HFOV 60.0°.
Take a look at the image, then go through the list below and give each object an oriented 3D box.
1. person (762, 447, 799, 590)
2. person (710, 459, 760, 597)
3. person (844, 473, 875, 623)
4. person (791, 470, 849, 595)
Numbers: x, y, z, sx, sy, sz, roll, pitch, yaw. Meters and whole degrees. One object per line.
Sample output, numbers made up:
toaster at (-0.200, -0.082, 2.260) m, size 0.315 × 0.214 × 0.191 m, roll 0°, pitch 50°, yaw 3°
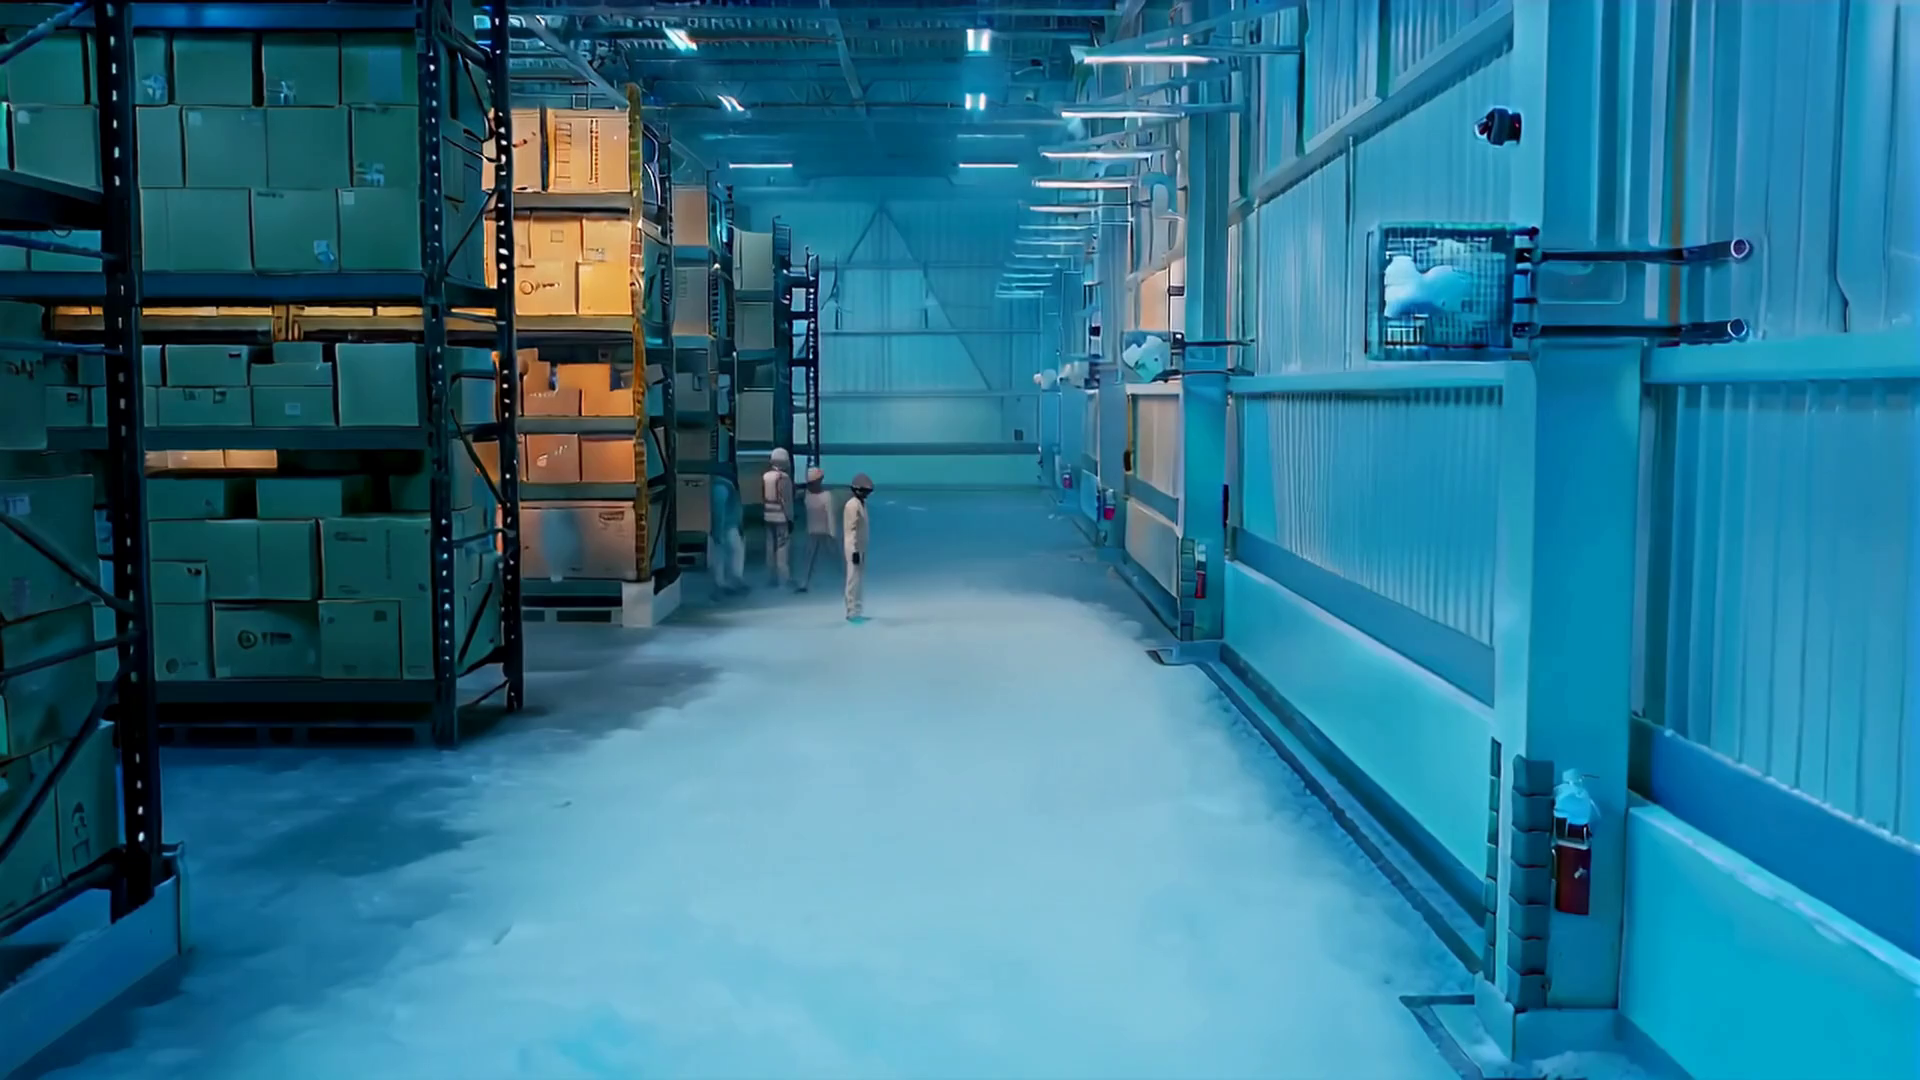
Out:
person at (-2.459, -0.289, 22.634) m, size 0.382 × 1.951 × 0.605 m, roll -5°, pitch 7°, yaw -43°
person at (-2.926, -0.156, 21.820) m, size 0.757 × 1.814 × 0.636 m, roll 0°, pitch 5°, yaw 3°
person at (-1.160, 0.090, 19.422) m, size 0.349 × 1.744 × 0.569 m, roll 1°, pitch 5°, yaw 13°
person at (-1.820, -0.120, 22.281) m, size 0.540 × 1.674 × 1.059 m, roll 3°, pitch 6°, yaw 35°
